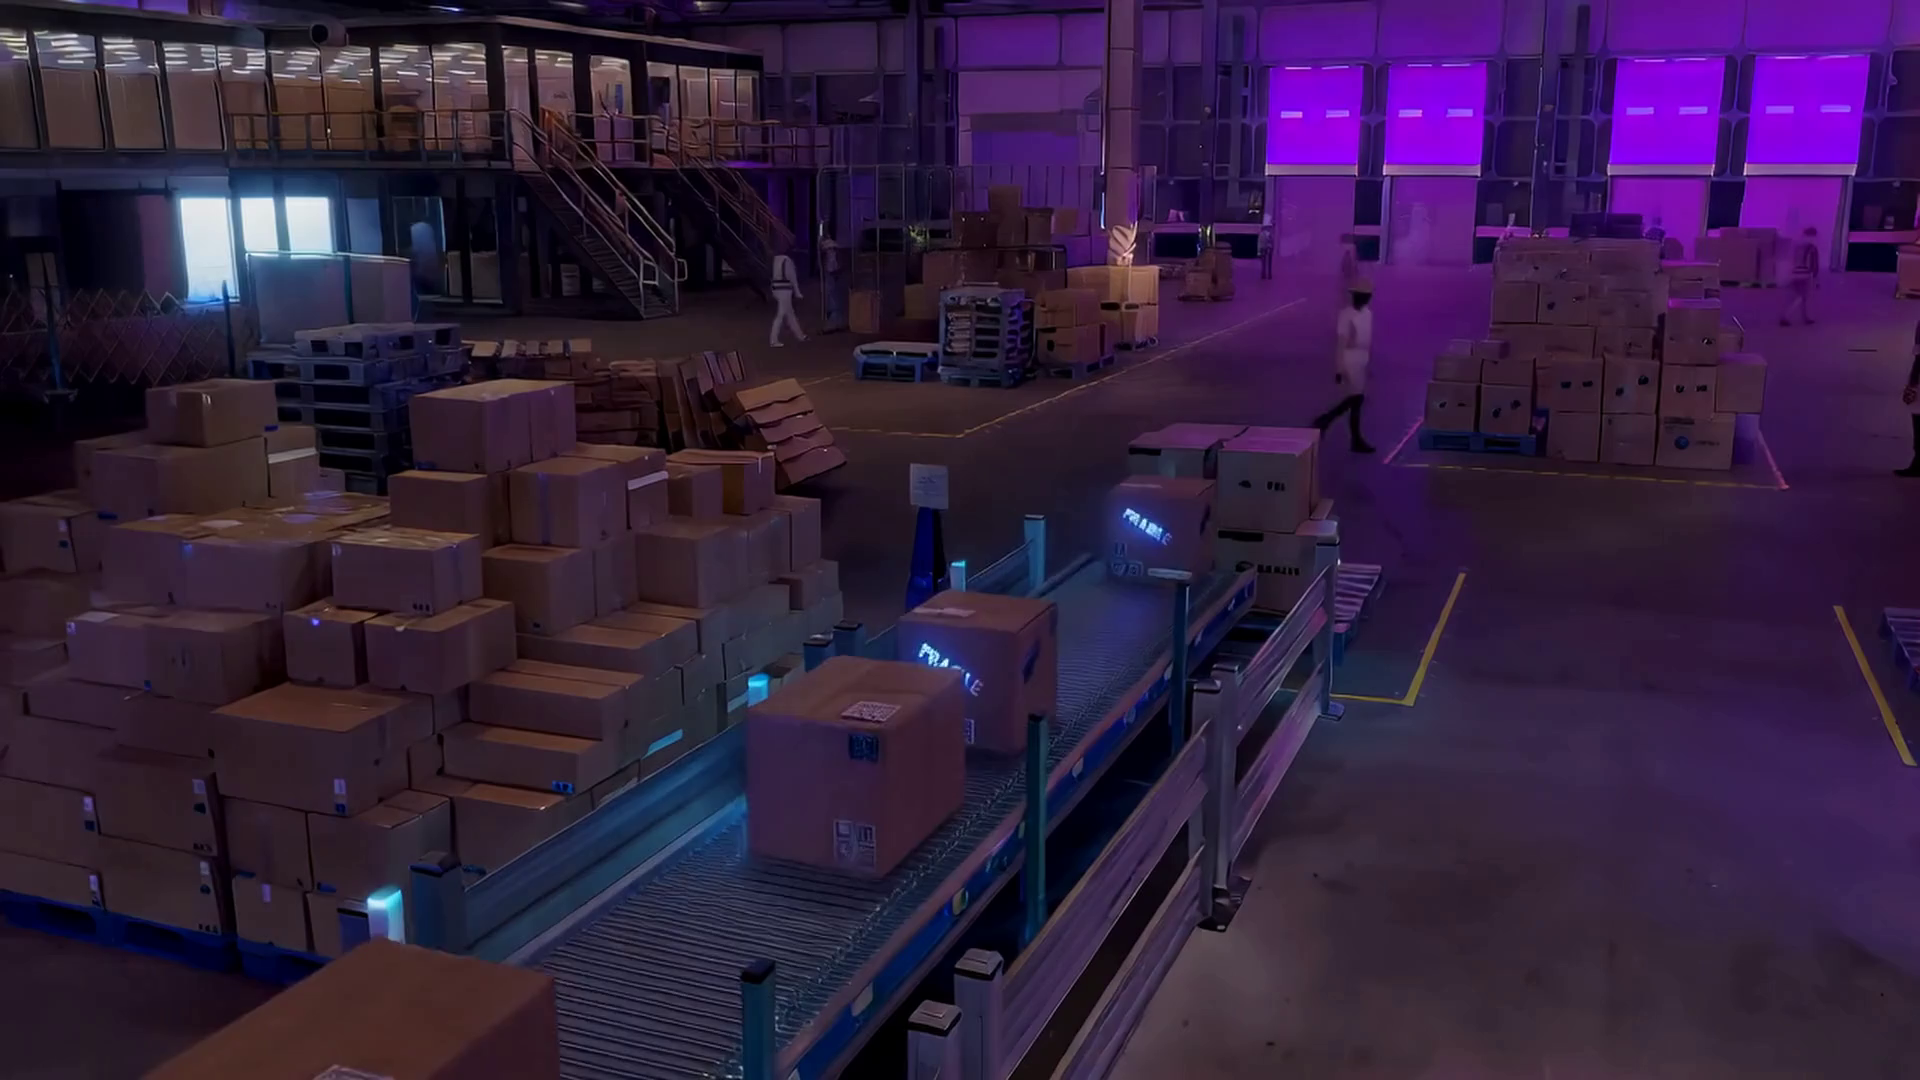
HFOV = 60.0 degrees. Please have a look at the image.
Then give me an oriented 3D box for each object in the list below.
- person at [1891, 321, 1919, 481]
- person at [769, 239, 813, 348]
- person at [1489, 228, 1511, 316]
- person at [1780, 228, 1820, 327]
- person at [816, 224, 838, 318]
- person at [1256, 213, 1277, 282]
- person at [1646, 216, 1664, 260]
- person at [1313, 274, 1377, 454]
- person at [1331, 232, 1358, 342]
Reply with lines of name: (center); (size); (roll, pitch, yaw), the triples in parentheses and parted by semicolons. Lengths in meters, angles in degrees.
person: (9.475, -1.559, 16.246); (0.613, 1.965, 0.361); (-6, 14, -26)
person: (-2.898, -4.216, 28.450); (0.972, 1.834, 0.609); (-9, 15, -35)
person: (10.672, -5.207, 32.828); (0.363, 1.879, 0.579); (7, 15, 30)
person: (16.321, -5.084, 32.227); (0.997, 1.902, 0.637); (-4, 13, -16)
person: (-2.710, -5.504, 34.082); (0.394, 1.911, 0.588); (9, 15, 35)
person: (8.275, -7.913, 45.030); (0.619, 1.845, 0.430); (-11, 16, -40)
person: (17.368, -7.157, 41.593); (0.329, 1.865, 0.514); (-8, 15, -33)
person: (4.187, -1.909, 17.947); (0.547, 1.913, 0.784); (-12, 17, -43)
person: (6.825, -4.428, 29.208); (0.486, 1.922, 0.577); (1, 13, 6)
